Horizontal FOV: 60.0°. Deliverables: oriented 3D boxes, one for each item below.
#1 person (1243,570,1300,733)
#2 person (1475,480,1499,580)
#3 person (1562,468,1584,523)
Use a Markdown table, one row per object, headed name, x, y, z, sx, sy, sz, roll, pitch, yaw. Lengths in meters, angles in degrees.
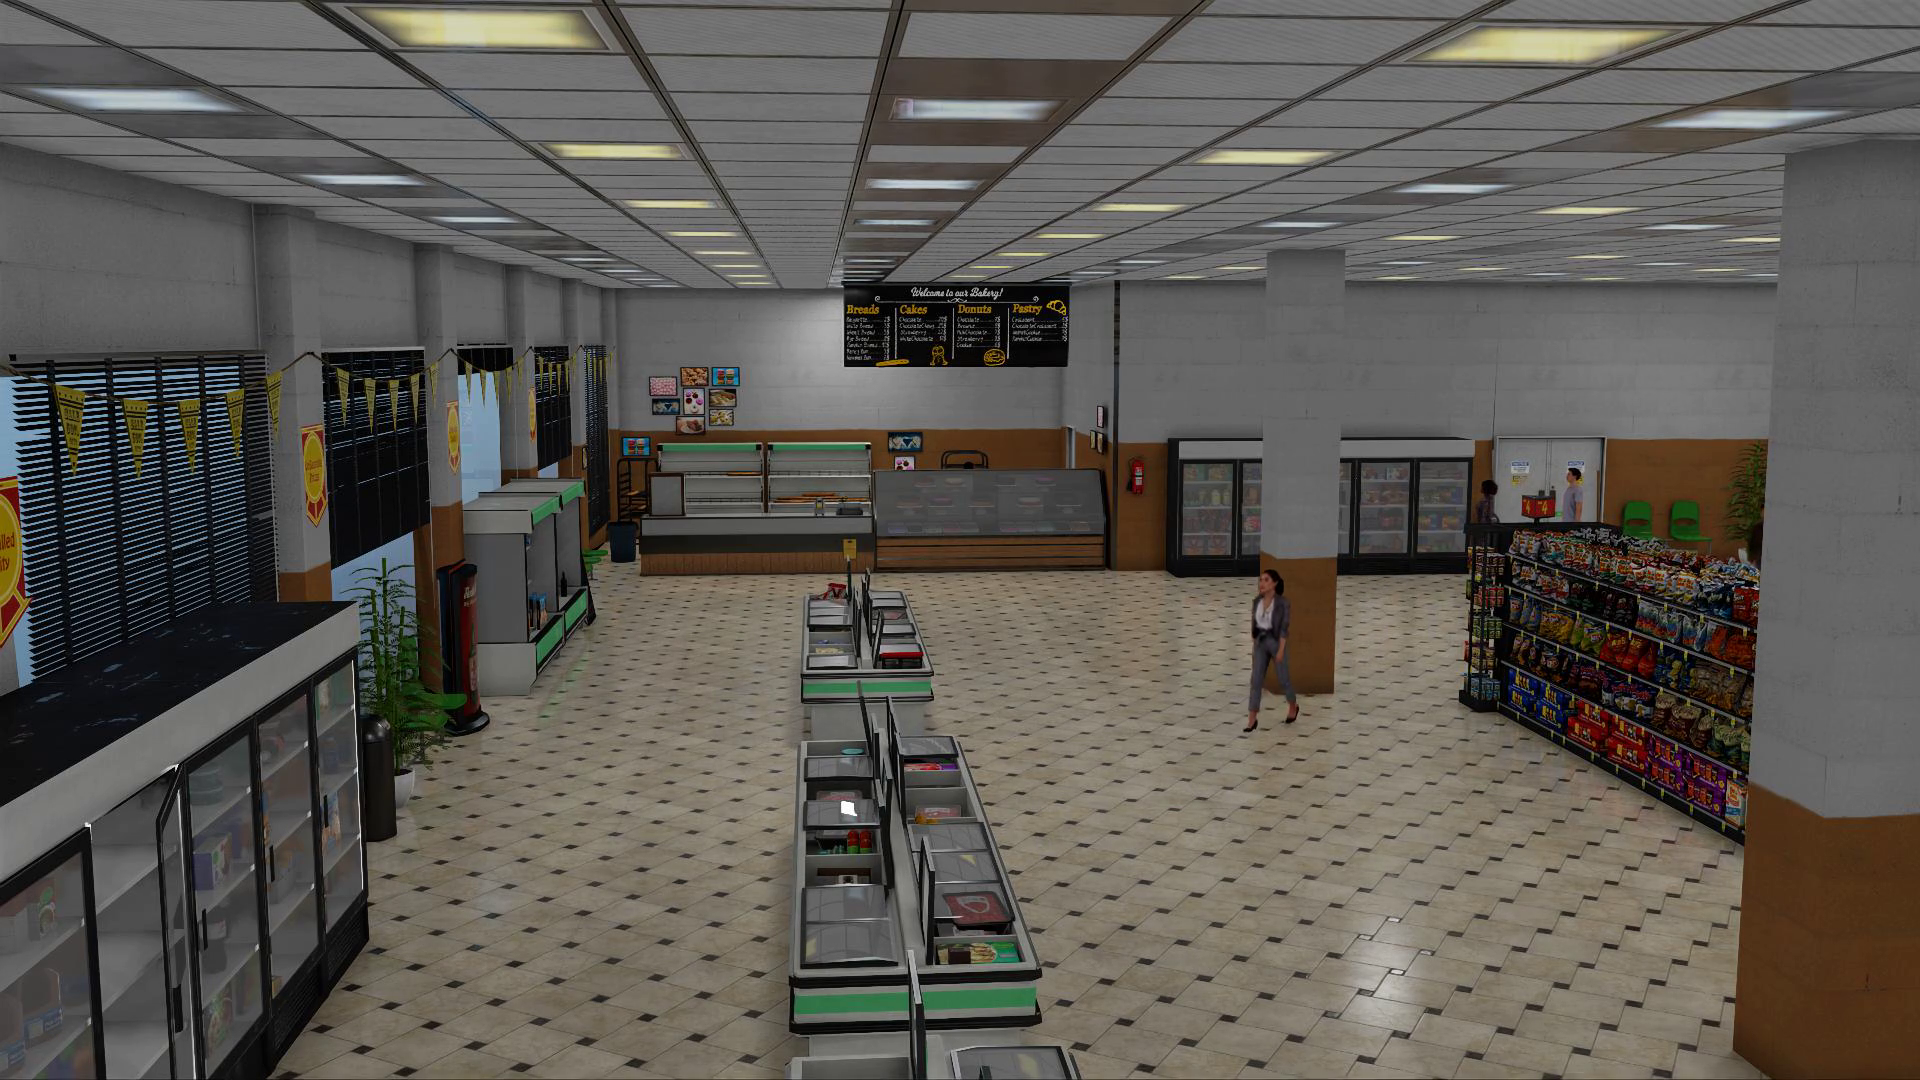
| name | x | y | z | sx | sy | sz | roll | pitch | yaw |
| --- | --- | --- | --- | --- | --- | --- | --- | --- | --- |
| person | 3.248 | 1.145 | 17.041 | 1.071 | 1.638 | 1.122 | 6 | 9 | 41 |
| person | 8.653 | -0.141 | 27.370 | 0.742 | 1.713 | 0.663 | 4 | 8 | 29 |
| person | 10.267 | -0.280 | 27.891 | 0.724 | 1.863 | 0.489 | 0 | 7 | -2 |
